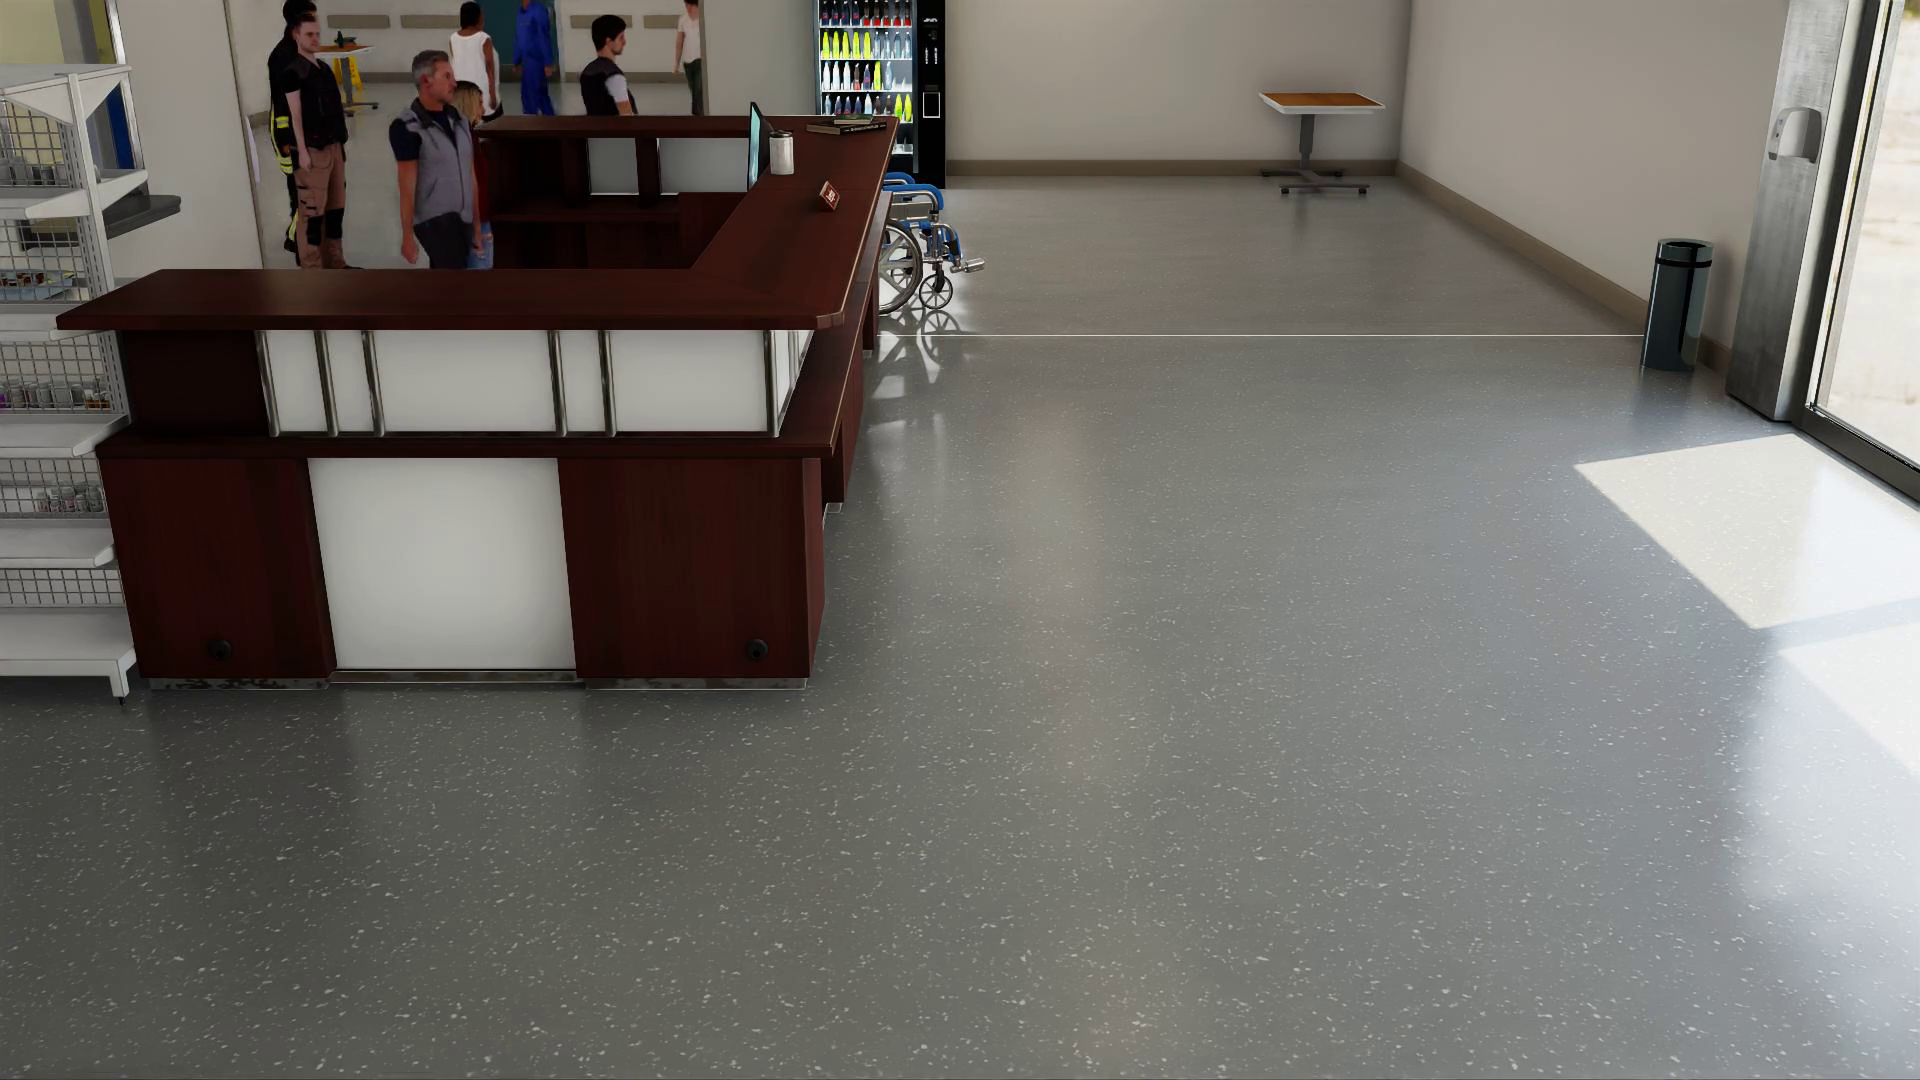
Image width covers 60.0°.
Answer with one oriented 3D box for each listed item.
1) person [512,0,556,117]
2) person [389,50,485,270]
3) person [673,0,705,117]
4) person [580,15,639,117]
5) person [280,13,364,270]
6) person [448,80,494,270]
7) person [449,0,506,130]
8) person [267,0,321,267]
[{"bbox_3d":[-4.618,-5.283,18.415,1.068,1.805,0.996,-14,25,-33],"label":"person"},{"bbox_3d":[-2.815,-1.640,8.822,1.283,1.786,1.000,9,23,22],"label":"person"},{"bbox_3d":[-3.006,-5.466,19.163,1.148,1.617,0.867,6,21,15],"label":"person"},{"bbox_3d":[-2.409,-2.540,11.163,1.234,1.811,1.003,-12,24,-28],"label":"person"},{"bbox_3d":[-4.491,-2.722,11.604,0.645,1.840,0.719,3,21,9],"label":"person"},{"bbox_3d":[-2.795,-1.703,9.254,0.960,1.597,0.767,6,22,16],"label":"person"},{"bbox_3d":[-4.658,-4.255,15.921,1.119,1.647,0.991,8,22,21],"label":"person"},{"bbox_3d":[-4.877,-2.941,12.091,0.700,1.905,0.828,-2,21,-4],"label":"person"}]
